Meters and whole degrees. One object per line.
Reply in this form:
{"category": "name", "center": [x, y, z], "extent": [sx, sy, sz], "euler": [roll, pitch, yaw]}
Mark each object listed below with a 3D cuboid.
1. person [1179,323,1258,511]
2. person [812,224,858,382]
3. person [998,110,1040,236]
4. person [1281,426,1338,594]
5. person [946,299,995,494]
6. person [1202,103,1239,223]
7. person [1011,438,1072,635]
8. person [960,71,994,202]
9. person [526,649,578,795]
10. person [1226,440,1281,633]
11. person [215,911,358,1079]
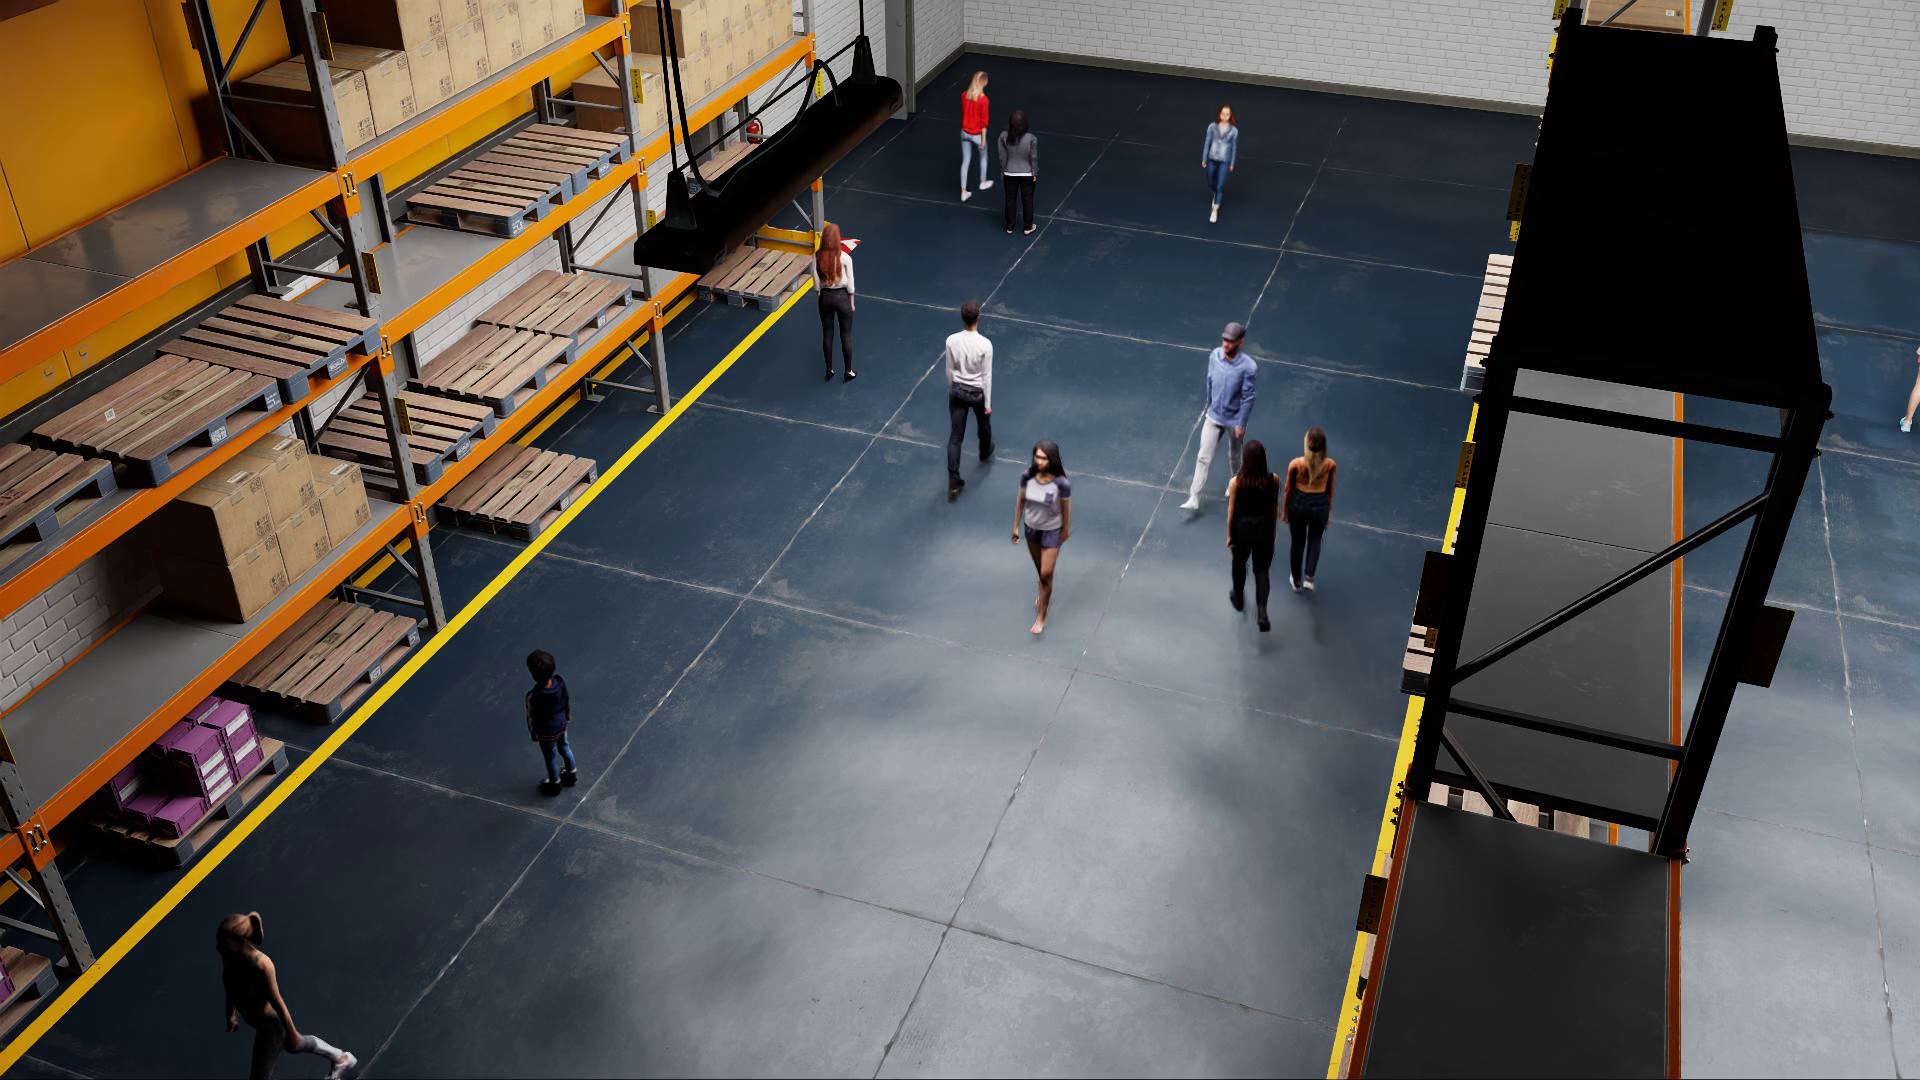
{"category": "person", "center": [2.517, -1.164, 15.372], "extent": [0.888, 1.837, 1.224], "euler": [22, 39, 29]}
{"category": "person", "center": [-1.306, -2.475, 17.411], "extent": [0.614, 1.763, 0.538], "euler": [7, 34, 11]}
{"category": "person", "center": [0.741, -4.589, 20.743], "extent": [0.678, 1.597, 0.661], "euler": [9, 35, 13]}
{"category": "person", "center": [2.962, -0.196, 14.110], "extent": [0.678, 1.624, 0.768], "euler": [3, 34, 5]}
{"category": "person", "center": [0.041, -1.304, 15.598], "extent": [0.675, 1.821, 1.244], "euler": [10, 35, 15]}
{"category": "person", "center": [3.323, -4.873, 21.297], "extent": [0.575, 1.456, 0.946], "euler": [13, 36, 18]}
{"category": "person", "center": [0.736, -0.138, 13.968], "extent": [0.685, 1.682, 0.931], "euler": [17, 37, 24]}
{"category": "person", "center": [0.133, -5.217, 21.624], "extent": [0.736, 1.666, 0.952], "euler": [15, 37, 22]}
{"category": "person", "center": [-3.000, 1.329, 12.180], "extent": [0.631, 1.220, 0.500], "euler": [24, 40, 31]}
{"category": "person", "center": [2.446, -0.014, 13.799], "extent": [0.818, 1.663, 1.090], "euler": [4, 34, 5]}
{"category": "person", "center": [-3.938, 2.754, 9.639], "extent": [0.832, 1.659, 1.206], "euler": [23, 40, 31]}
